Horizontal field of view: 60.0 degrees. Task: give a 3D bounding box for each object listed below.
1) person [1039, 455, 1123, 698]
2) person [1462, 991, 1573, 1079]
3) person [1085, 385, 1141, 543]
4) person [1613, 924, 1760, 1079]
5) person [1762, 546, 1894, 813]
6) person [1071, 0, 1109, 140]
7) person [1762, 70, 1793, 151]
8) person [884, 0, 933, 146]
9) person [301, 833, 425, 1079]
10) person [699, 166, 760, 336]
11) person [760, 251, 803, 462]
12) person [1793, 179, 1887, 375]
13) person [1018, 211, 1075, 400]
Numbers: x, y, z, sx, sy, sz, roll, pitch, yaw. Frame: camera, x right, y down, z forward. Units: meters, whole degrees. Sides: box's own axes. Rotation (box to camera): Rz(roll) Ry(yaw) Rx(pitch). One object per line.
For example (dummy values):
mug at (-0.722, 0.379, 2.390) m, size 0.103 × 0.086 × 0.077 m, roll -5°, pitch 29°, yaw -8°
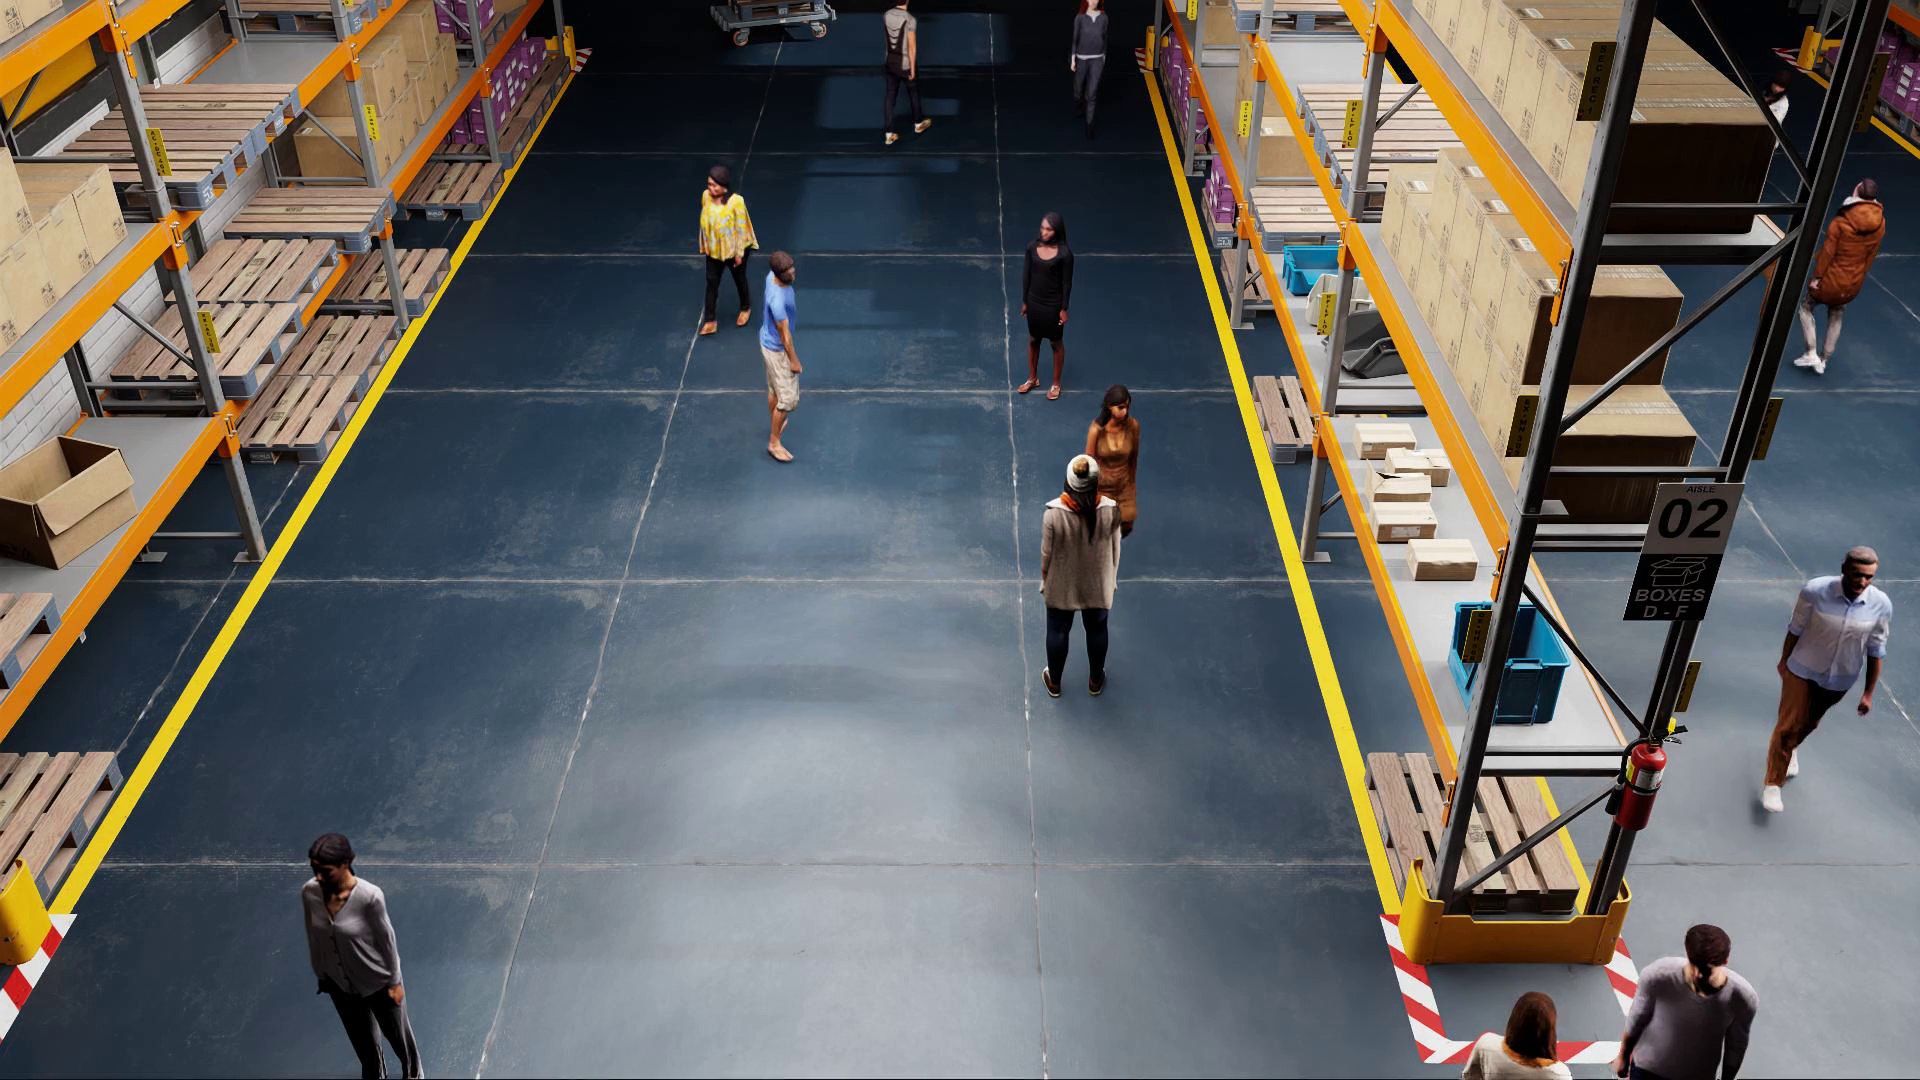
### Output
person at (0.784, 0.230, 10.992) m, size 0.677 × 1.890 × 0.645 m, roll -1°, pitch 34°, yaw -2°
person at (2.406, 2.729, 7.442) m, size 0.903 × 1.659 × 1.043 m, roll 18°, pitch 38°, yaw 25°
person at (1.063, -0.422, 12.170) m, size 0.645 × 1.673 × 0.689 m, roll -6°, pitch 34°, yaw -9°
person at (3.342, 2.409, 7.786) m, size 0.882 × 1.812 × 1.130 m, roll 10°, pitch 35°, yaw 15°
person at (5.322, 0.752, 10.294) m, size 0.857 × 1.794 × 1.104 m, roll 9°, pitch 35°, yaw 13°
person at (1.554, -5.842, 20.247) m, size 0.599 × 1.759 × 1.037 m, roll 0°, pitch 34°, yaw 0°
person at (8.807, -4.402, 18.212) m, size 0.830 × 1.613 × 0.495 m, roll 4°, pitch 34°, yaw 7°
person at (-0.761, -5.640, 19.852) m, size 0.968 × 1.859 × 1.147 m, roll 16°, pitch 37°, yaw 22°
person at (-2.960, 2.133, 8.234) m, size 0.621 × 1.774 × 0.573 m, roll 4°, pitch 34°, yaw 7°
person at (-2.151, -2.769, 15.740) m, size 0.894 × 1.630 × 1.020 m, roll 13°, pitch 36°, yaw 18°
person at (-1.534, -1.619, 13.834) m, size 0.967 × 1.824 × 0.614 m, roll -15°, pitch 37°, yaw -22°
person at (7.887, -2.299, 14.856) m, size 0.748 × 1.826 × 0.731 m, roll -4°, pitch 34°, yaw -6°
person at (0.763, -2.069, 14.603) m, size 0.684 × 1.722 × 0.671 m, roll 16°, pitch 37°, yaw 23°
